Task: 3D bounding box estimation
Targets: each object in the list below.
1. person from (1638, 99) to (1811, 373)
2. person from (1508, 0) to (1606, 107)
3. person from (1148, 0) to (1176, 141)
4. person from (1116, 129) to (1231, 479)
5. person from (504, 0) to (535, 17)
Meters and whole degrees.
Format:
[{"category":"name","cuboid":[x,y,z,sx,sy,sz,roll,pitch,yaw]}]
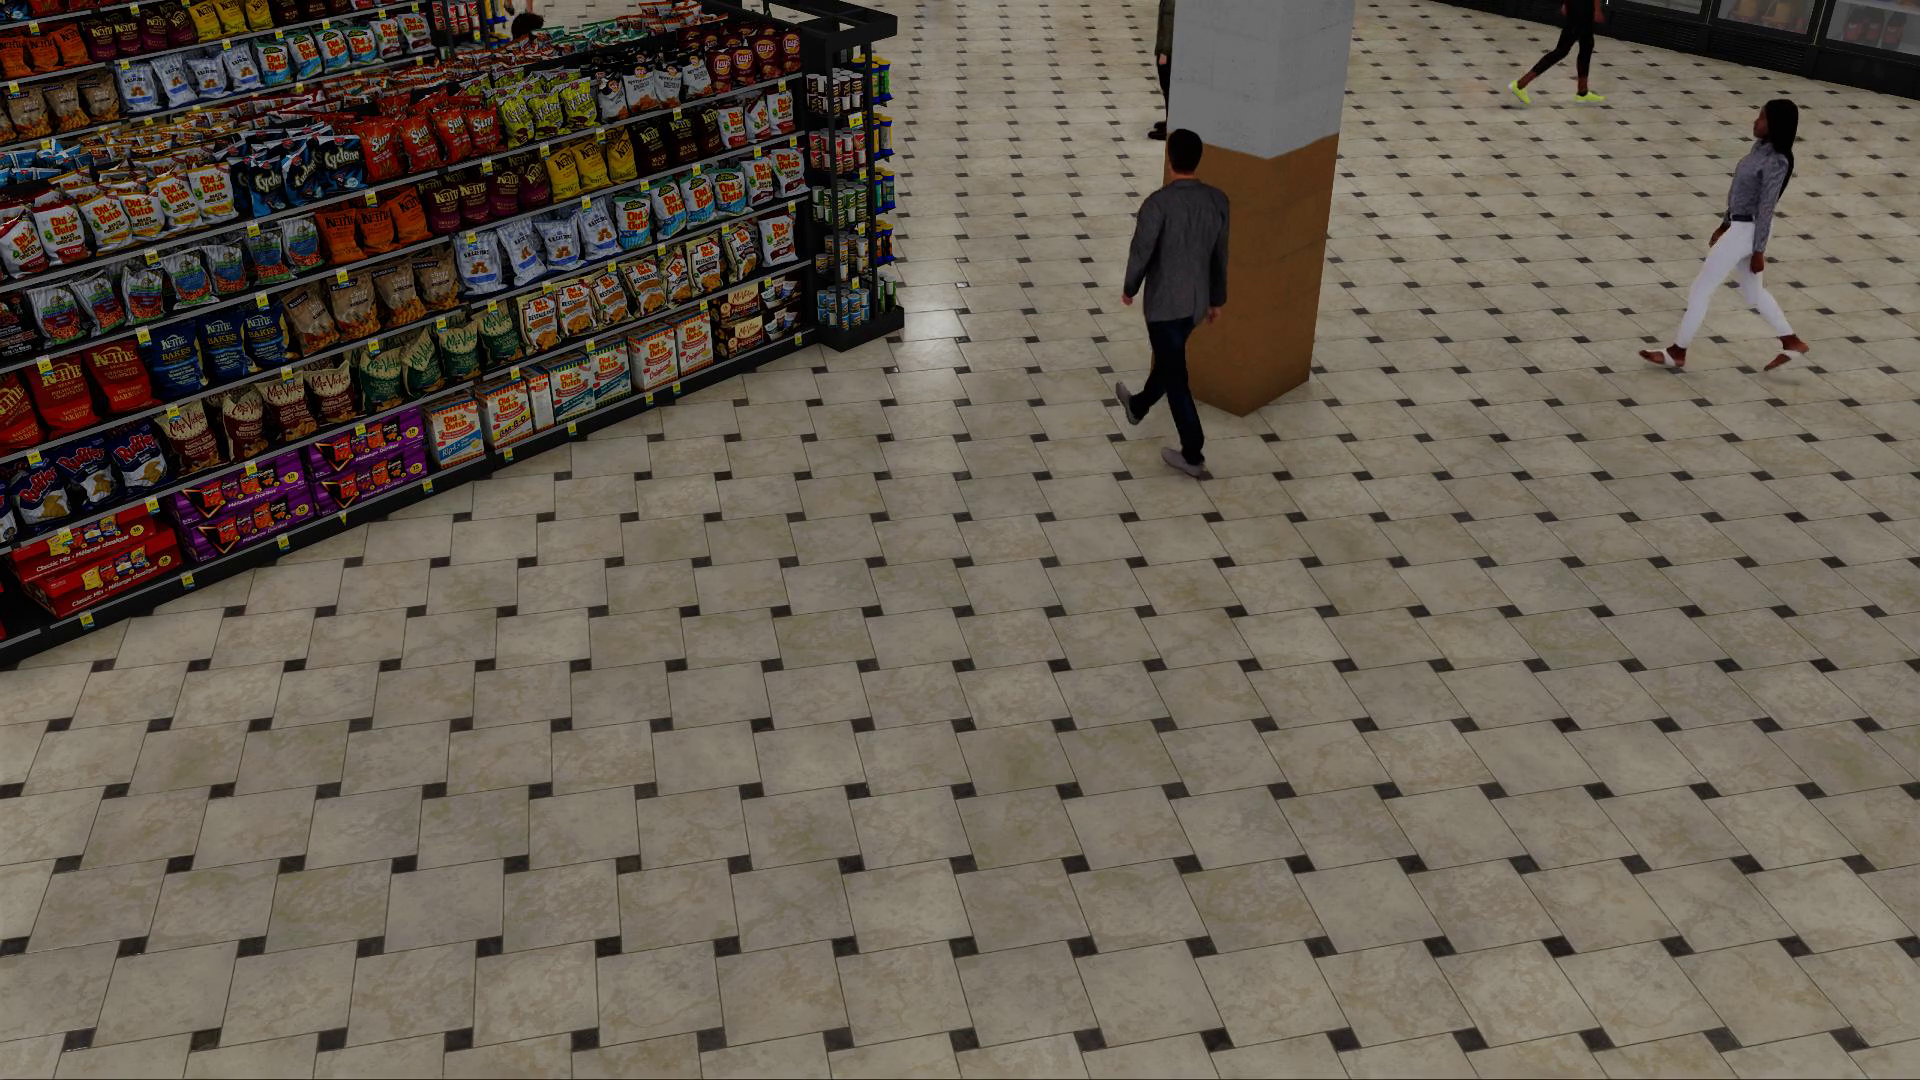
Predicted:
[{"category":"person","cuboid":[4.735,-1.748,9.833,1.001,1.687,1.187,11,33,17]},{"category":"person","cuboid":[5.248,-4.568,14.334,1.122,1.719,1.074,1,32,1]},{"category":"person","cuboid":[1.748,-4.068,13.761,0.713,1.475,0.578,10,33,16]},{"category":"person","cuboid":[1.192,-1.184,8.806,1.151,1.815,0.917,-18,36,-26]},{"category":"person","cuboid":[-4.494,-6.086,16.758,0.671,1.736,0.678,22,38,31]}]
